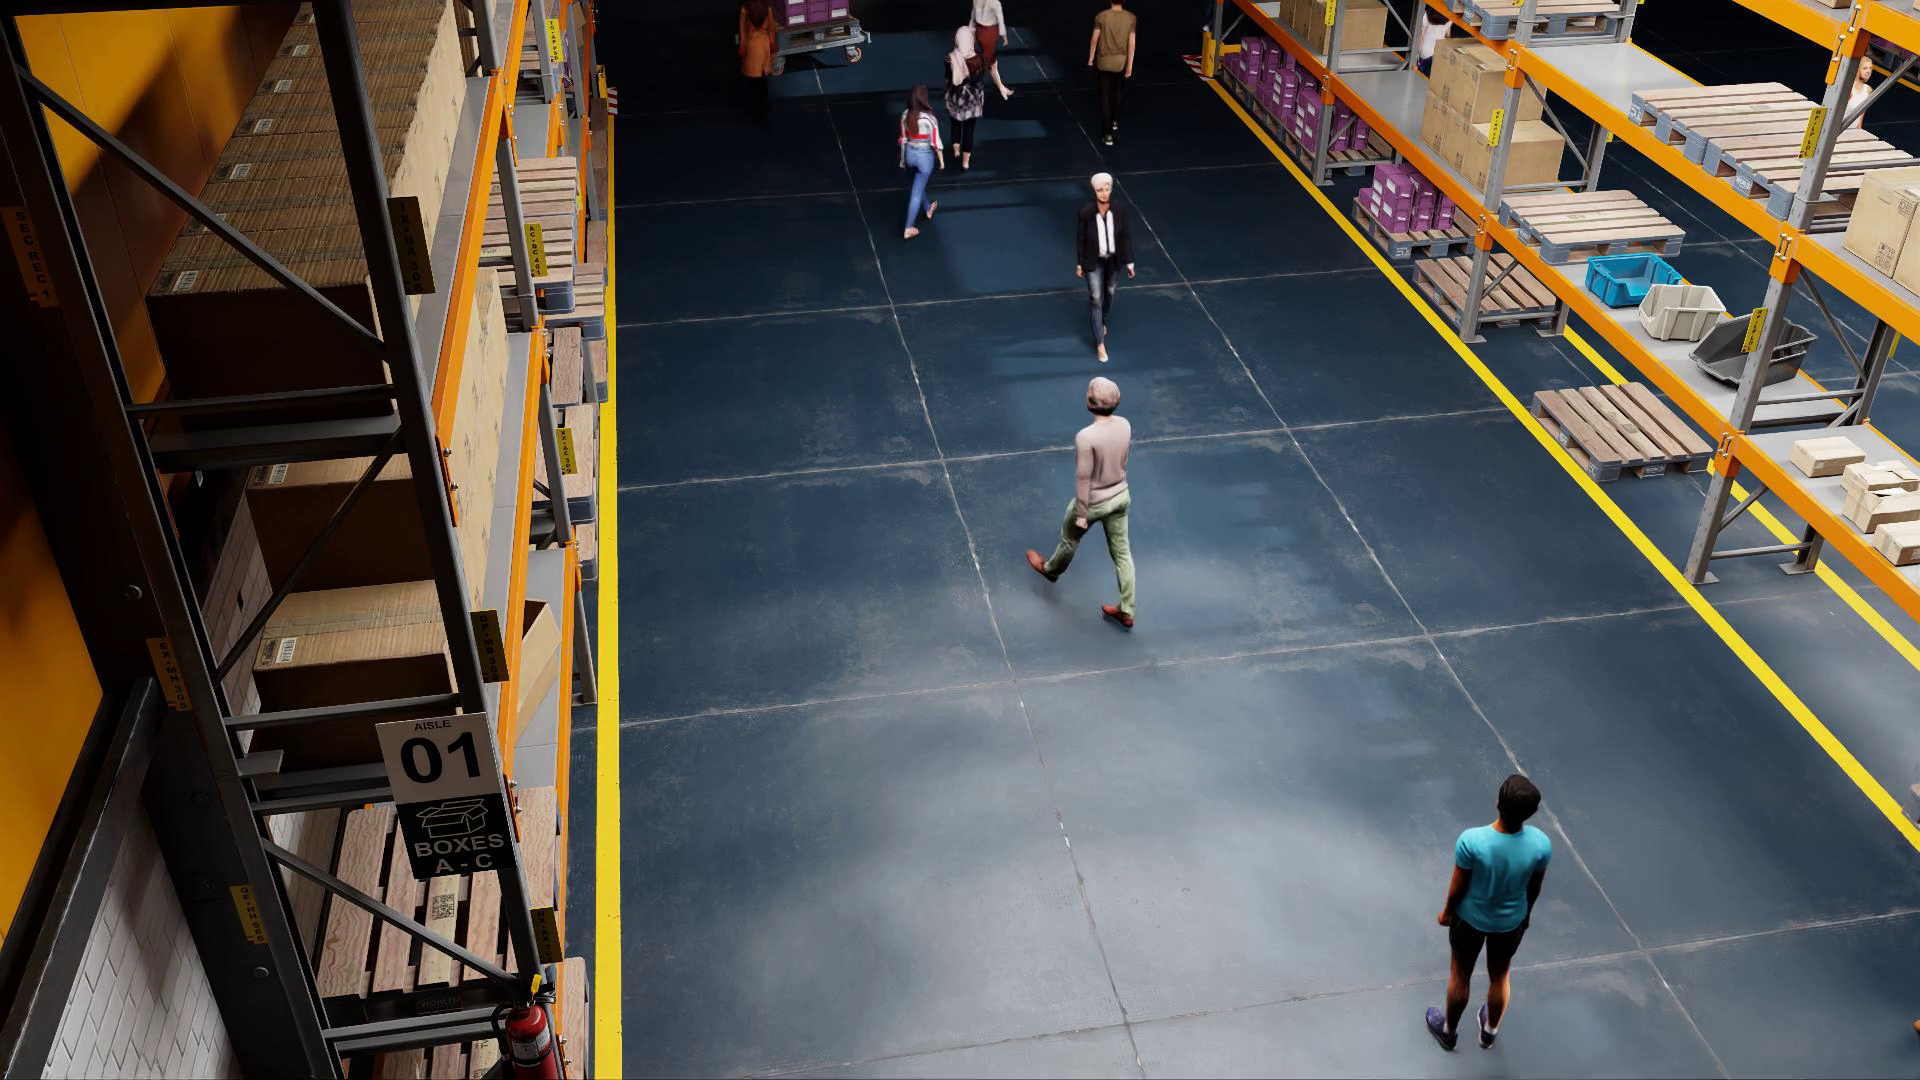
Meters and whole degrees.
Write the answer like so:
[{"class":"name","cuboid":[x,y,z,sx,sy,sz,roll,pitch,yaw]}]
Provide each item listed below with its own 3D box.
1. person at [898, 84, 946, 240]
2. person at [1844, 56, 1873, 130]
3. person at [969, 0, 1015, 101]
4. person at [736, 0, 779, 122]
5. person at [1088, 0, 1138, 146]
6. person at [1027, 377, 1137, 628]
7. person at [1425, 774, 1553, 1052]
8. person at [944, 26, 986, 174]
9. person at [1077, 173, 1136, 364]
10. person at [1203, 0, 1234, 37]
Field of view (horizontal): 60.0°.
[{"class":"person","cuboid":[-0.471,-3.909,17.311,1.003,1.571,1.106,17,37,24]},{"class":"person","cuboid":[9.274,-4.218,17.566,0.679,1.803,0.660,-14,36,-20]},{"class":"person","cuboid":[0.270,-6.053,20.411,1.010,1.710,1.086,-25,41,-33]},{"class":"person","cuboid":[-2.421,-5.863,20.128,0.859,1.707,0.961,-17,37,-24]},{"class":"person","cuboid":[1.783,-5.571,19.588,0.715,1.818,1.095,-3,34,-4]},{"class":"person","cuboid":[1.036,-0.208,11.512,1.087,1.826,1.349,-23,40,-30]},{"class":"person","cuboid":[2.678,1.896,8.393,0.649,1.775,0.567,0,34,1]},{"class":"person","cuboid":[0.050,-4.955,18.844,0.714,1.616,0.859,2,34,3]},{"class":"person","cuboid":[1.353,-2.591,15.335,0.753,1.748,0.962,-4,34,-6]},{"class":"person","cuboid":[3.526,-7.723,22.913,0.818,1.722,0.748,-23,40,-30]}]
